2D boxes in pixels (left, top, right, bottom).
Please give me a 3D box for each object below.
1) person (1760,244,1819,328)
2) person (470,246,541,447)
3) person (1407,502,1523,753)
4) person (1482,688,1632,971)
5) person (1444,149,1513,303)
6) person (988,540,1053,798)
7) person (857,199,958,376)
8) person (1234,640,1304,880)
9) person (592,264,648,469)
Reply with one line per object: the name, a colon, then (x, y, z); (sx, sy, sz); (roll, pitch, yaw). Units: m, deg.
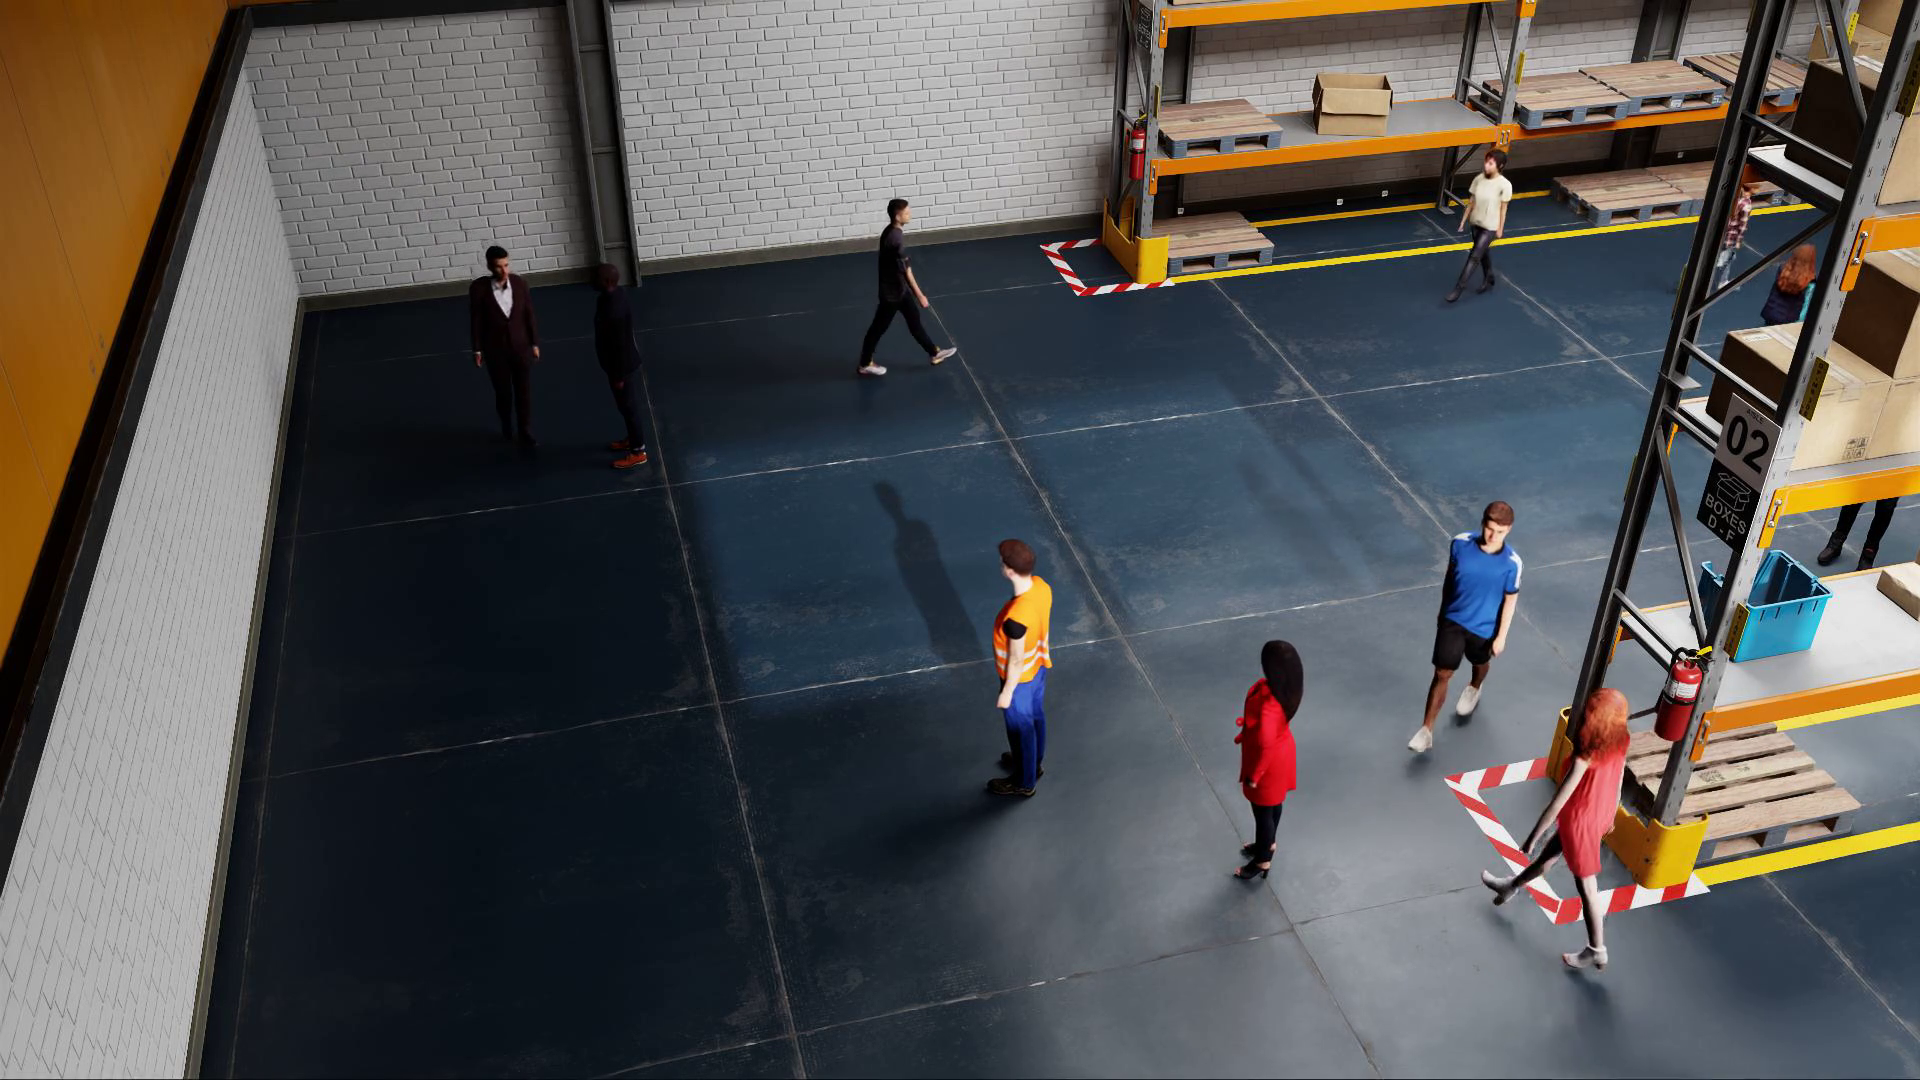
person: (7.351, -1.936, 14.949); (0.996, 1.470, 0.753); (-19, 38, -26)
person: (-3.908, -1.682, 14.220); (0.715, 1.854, 0.861); (-19, 38, -26)
person: (3.427, 0.501, 10.972); (1.191, 1.814, 1.279); (19, 38, 26)
person: (3.548, 1.668, 9.254); (1.186, 1.772, 1.107); (-27, 42, -34)
person: (5.314, -3.158, 16.720); (1.074, 1.544, 0.802); (-19, 38, -27)
person: (0.401, 0.811, 10.445); (0.824, 1.880, 0.792); (12, 35, 17)
person: (-0.686, -2.246, 15.199); (1.234, 1.709, 0.835); (-1, 34, -1)
person: (1.830, 1.302, 9.825); (0.793, 1.750, 0.739); (16, 37, 22)
person: (-2.848, -1.481, 13.952); (0.595, 1.817, 0.684); (-7, 34, -10)
